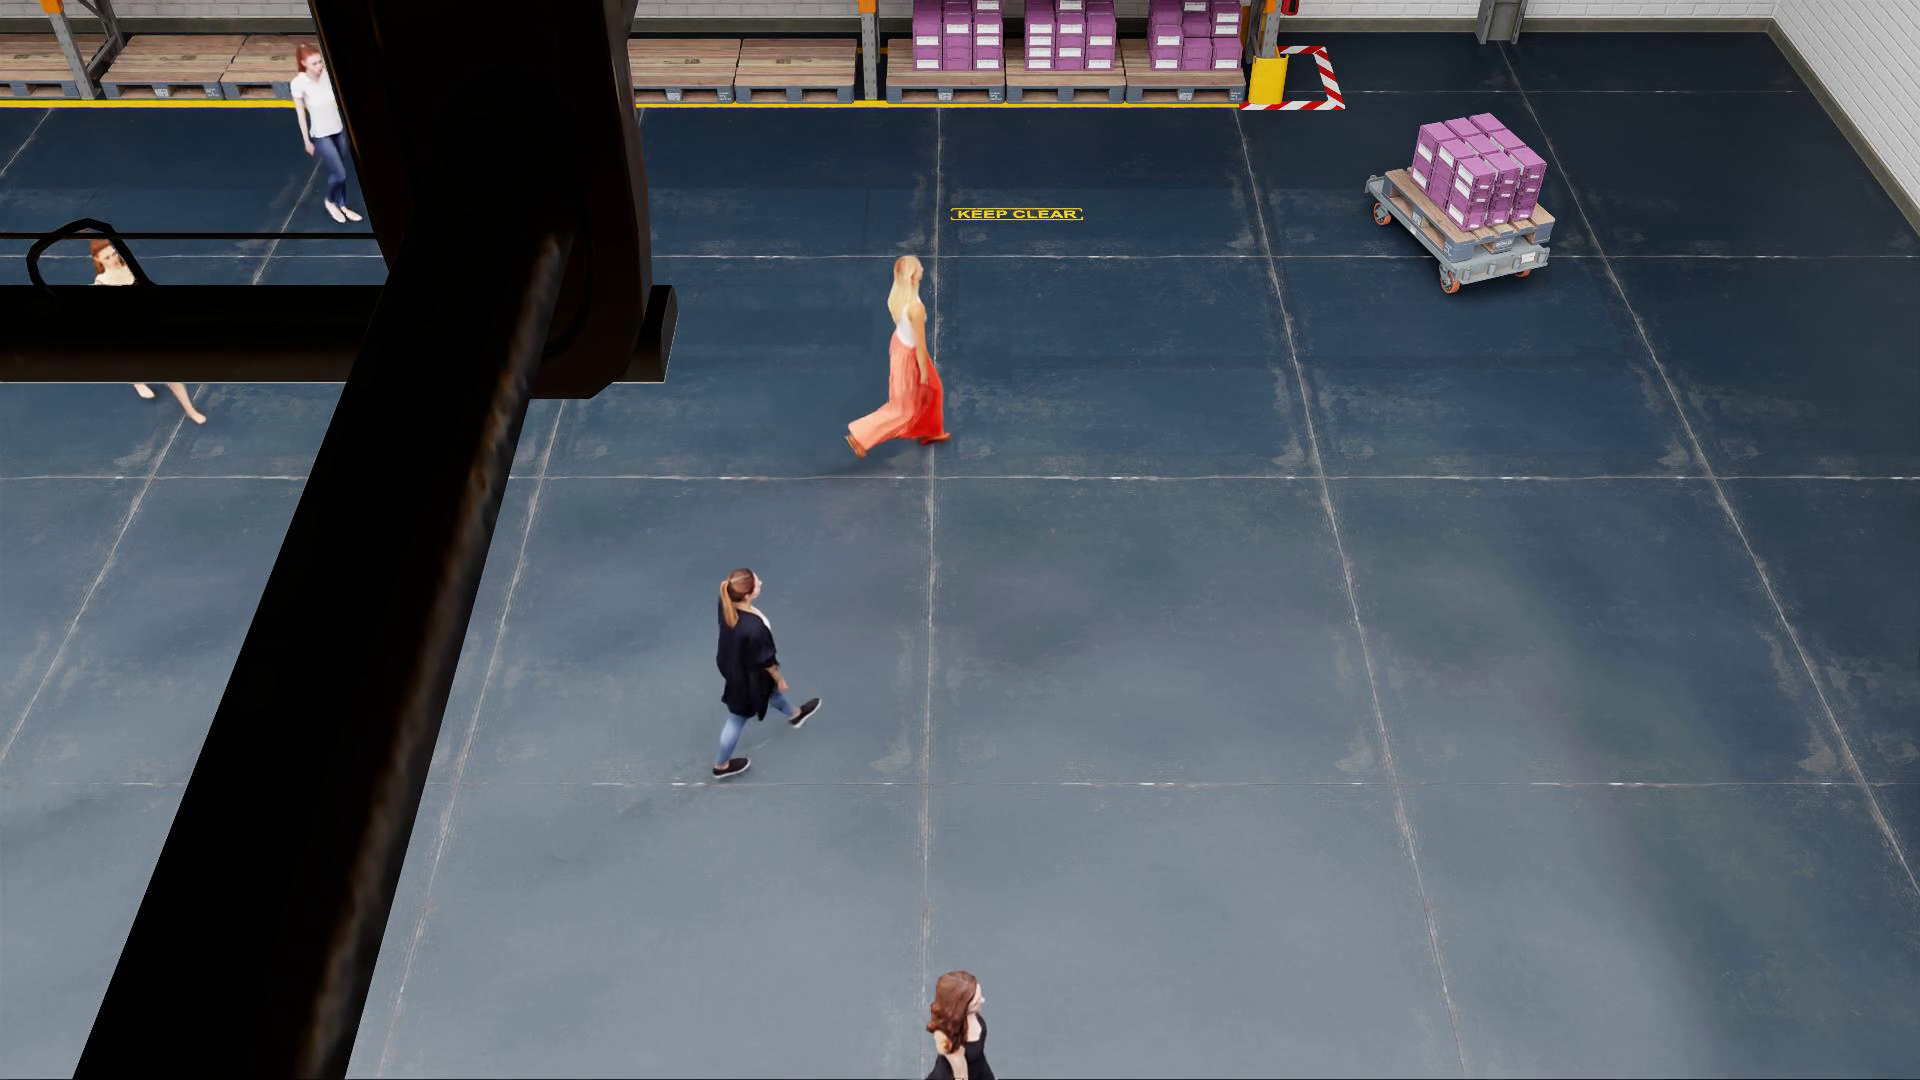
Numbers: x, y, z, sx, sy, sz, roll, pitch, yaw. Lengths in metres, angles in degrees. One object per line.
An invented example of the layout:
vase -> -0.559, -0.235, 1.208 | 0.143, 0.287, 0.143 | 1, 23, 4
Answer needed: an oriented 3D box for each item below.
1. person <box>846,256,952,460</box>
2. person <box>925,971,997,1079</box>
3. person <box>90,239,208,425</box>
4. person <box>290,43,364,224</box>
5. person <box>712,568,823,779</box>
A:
person -> -0.479, -1.309, 12.351 | 1.169, 1.778, 0.874 | -14, 45, -14
person -> -0.121, 2.675, 8.221 | 1.234, 1.705, 0.748 | 8, 44, 8
person -> -6.414, -1.657, 12.861 | 1.151, 1.578, 1.019 | 29, 51, 27
person -> -5.700, -3.634, 14.830 | 0.719, 1.724, 0.669 | 21, 48, 21
person -> -1.378, 0.858, 10.179 | 1.181, 1.636, 1.016 | -25, 49, -24
